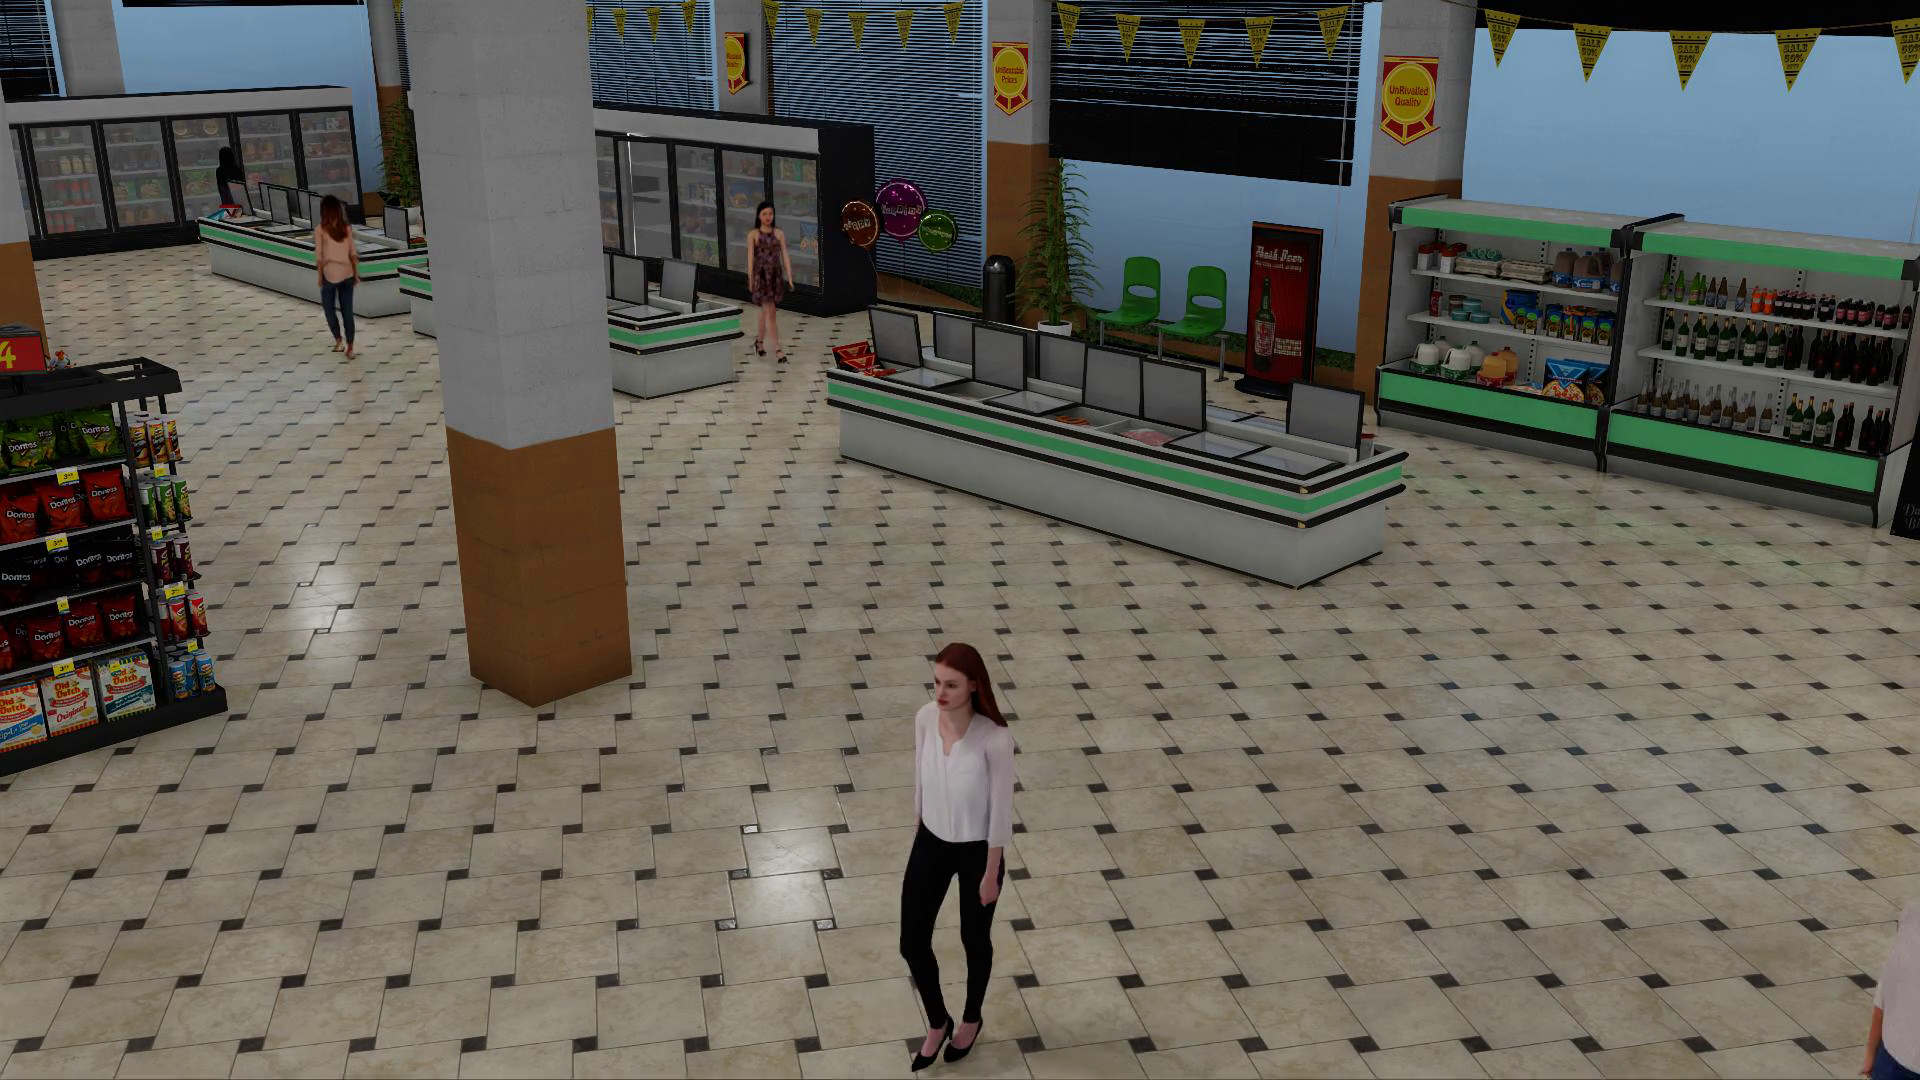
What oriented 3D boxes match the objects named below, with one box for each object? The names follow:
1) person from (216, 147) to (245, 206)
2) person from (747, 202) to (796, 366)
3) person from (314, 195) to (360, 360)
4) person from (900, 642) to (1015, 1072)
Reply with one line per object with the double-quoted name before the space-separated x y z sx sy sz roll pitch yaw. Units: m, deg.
"person" -11.091 -5.185 25.392 0.673 1.615 0.765 5 19 16
"person" -2.107 -2.763 18.053 0.865 1.715 1.227 -9 21 -25
"person" -6.802 -2.862 18.250 0.675 1.777 0.703 -13 22 -33
"person" 0.047 1.182 6.304 0.632 1.747 0.741 11 22 30
